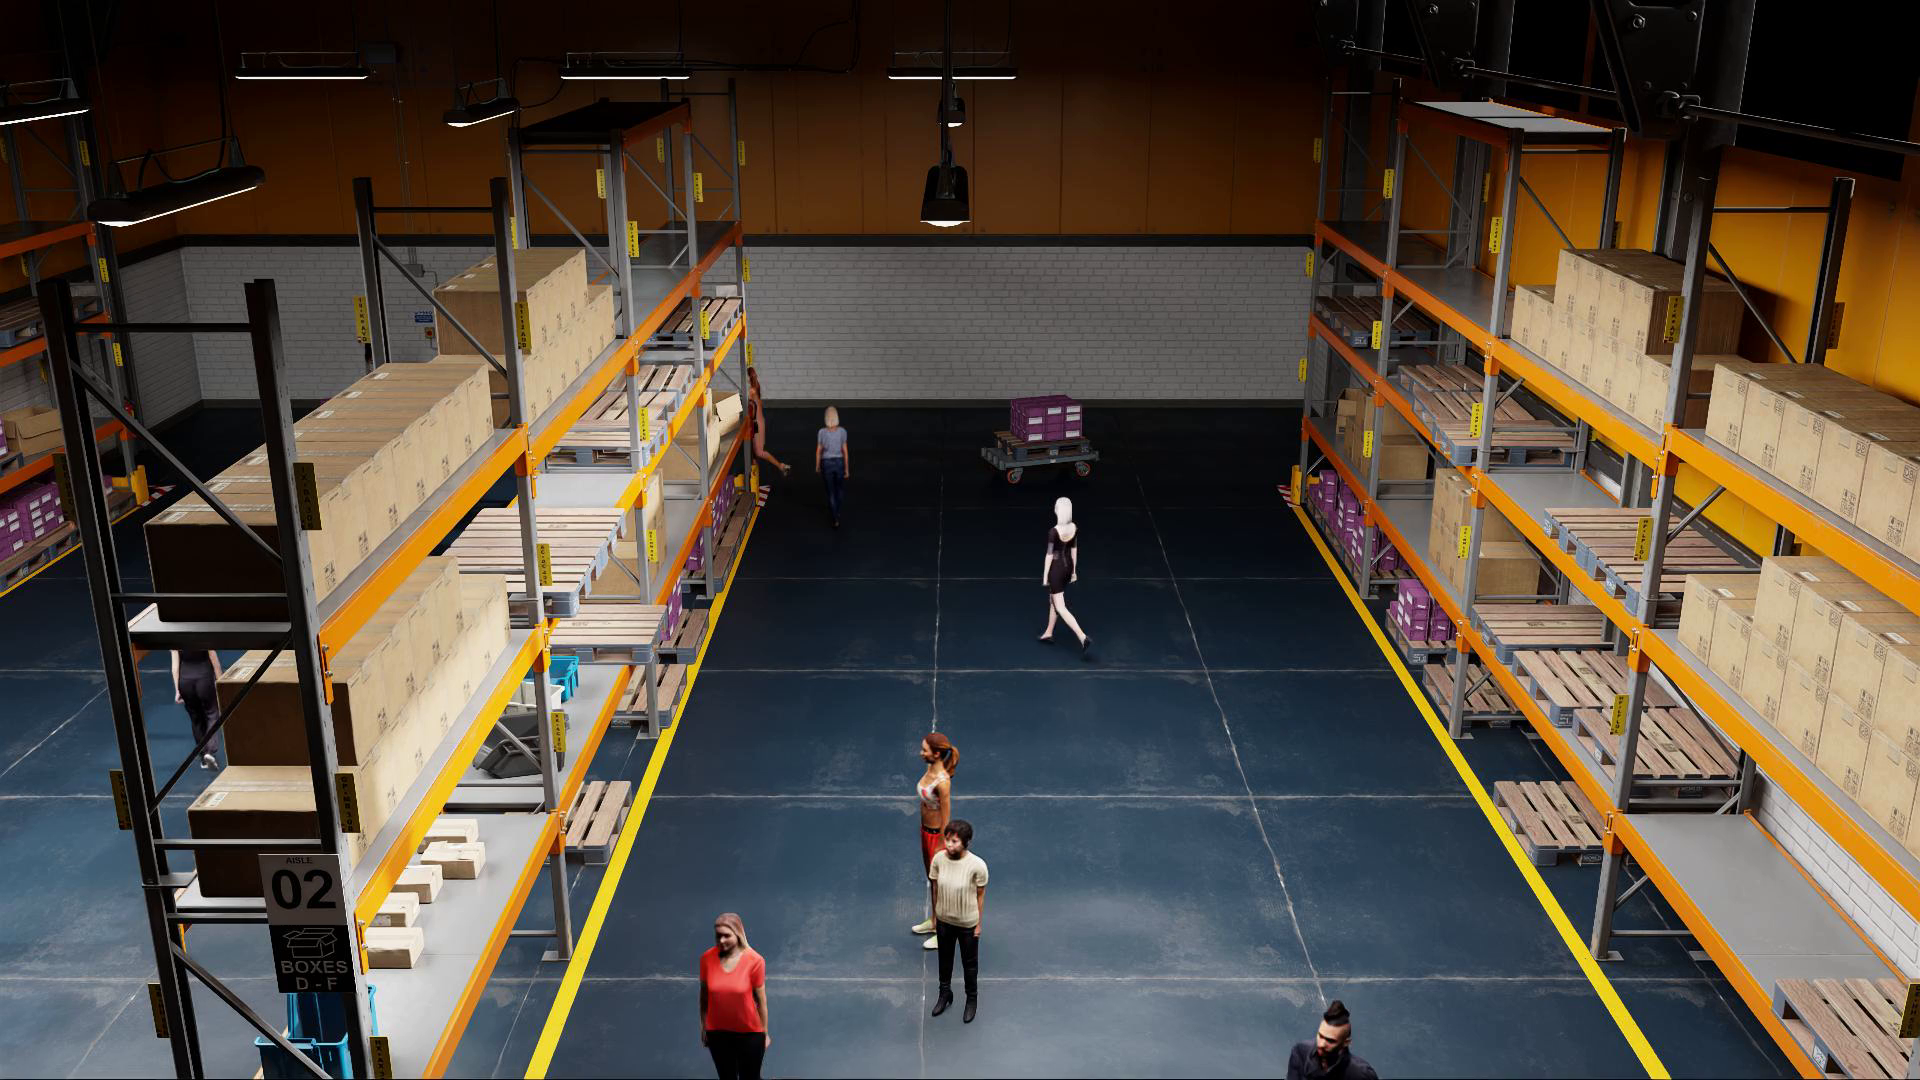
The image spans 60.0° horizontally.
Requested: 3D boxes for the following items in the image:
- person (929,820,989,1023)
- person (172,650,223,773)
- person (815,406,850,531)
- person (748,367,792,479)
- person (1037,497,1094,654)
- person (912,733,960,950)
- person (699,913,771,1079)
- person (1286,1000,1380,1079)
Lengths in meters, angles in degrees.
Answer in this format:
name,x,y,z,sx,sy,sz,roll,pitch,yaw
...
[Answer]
name,x,y,z,sx,sy,sz,roll,pitch,yaw
person,-0.013,2.748,12.069,0.654,1.587,0.614,8,20,22
person,-7.230,1.428,15.766,0.781,1.730,1.011,-6,20,-18
person,-1.738,-0.965,22.940,0.764,1.686,1.105,-5,19,-14
person,-2.971,-1.680,24.886,0.720,1.799,0.966,4,19,10
person,1.187,0.431,18.617,1.063,1.800,1.158,-16,25,-40
person,-0.174,2.328,12.995,0.699,1.792,0.593,-6,20,-18
person,-1.422,3.132,10.778,0.671,1.683,0.734,3,19,10
person,2.138,3.454,9.572,1.016,1.844,1.085,15,24,37
